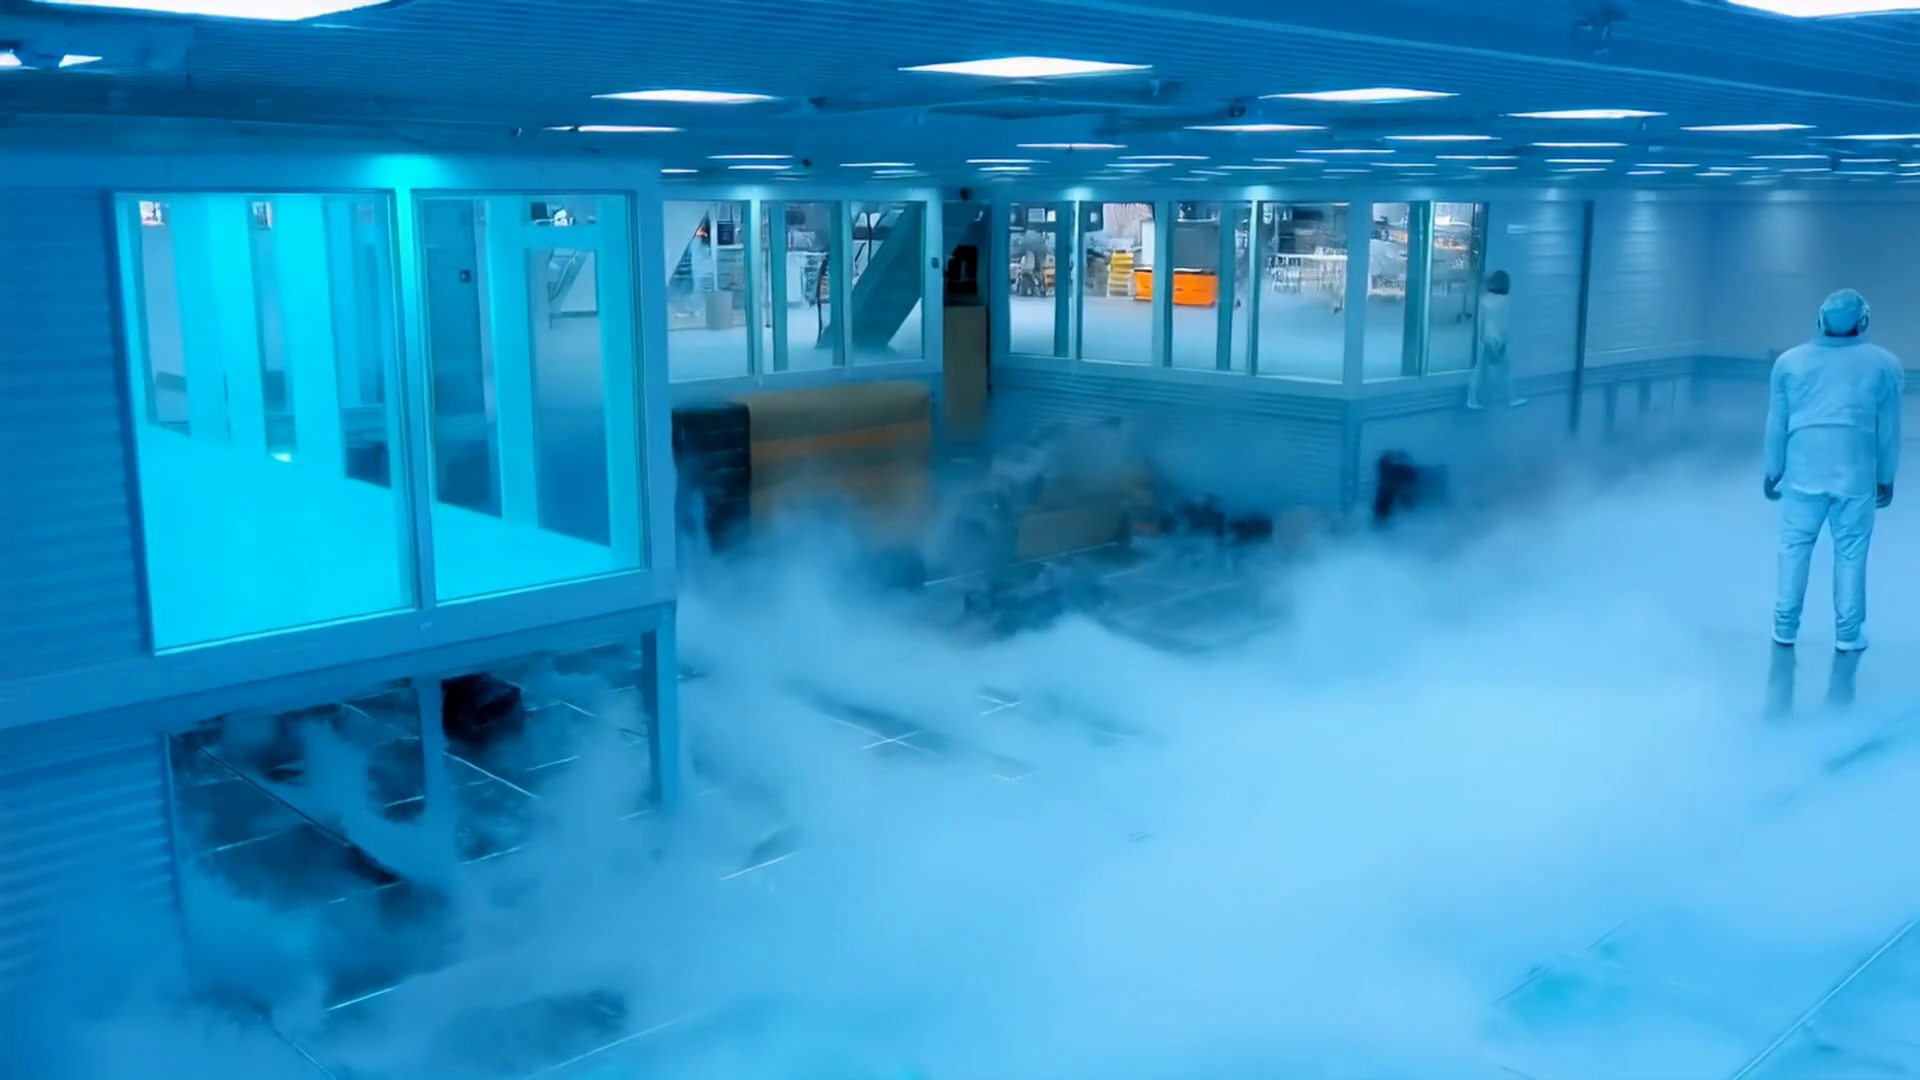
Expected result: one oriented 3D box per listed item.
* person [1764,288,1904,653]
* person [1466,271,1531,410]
[{"bbox_3d":[4.591,-0.361,8.773,0.636,1.911,0.404,7,13,31],"label":"person"},{"bbox_3d":[6.254,-2.305,19.277,0.820,1.592,0.513,-3,12,-17],"label":"person"}]
